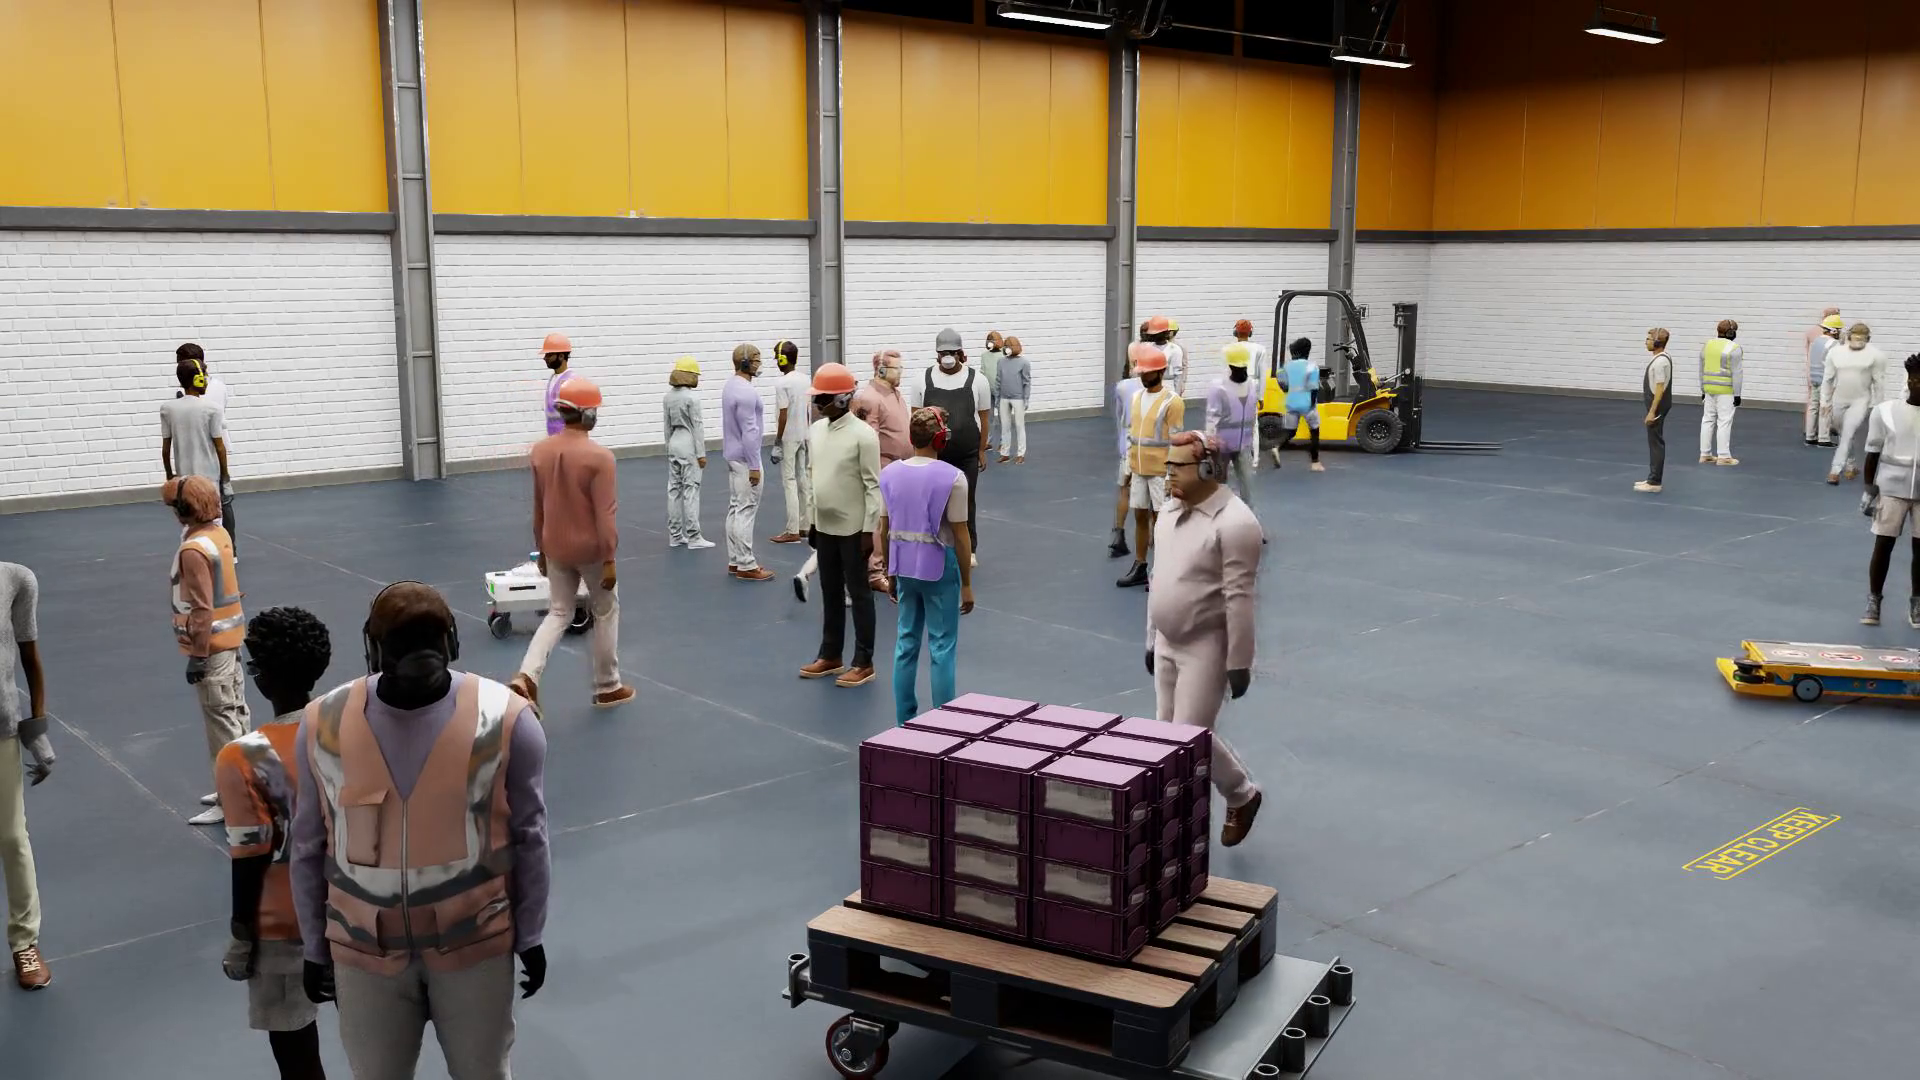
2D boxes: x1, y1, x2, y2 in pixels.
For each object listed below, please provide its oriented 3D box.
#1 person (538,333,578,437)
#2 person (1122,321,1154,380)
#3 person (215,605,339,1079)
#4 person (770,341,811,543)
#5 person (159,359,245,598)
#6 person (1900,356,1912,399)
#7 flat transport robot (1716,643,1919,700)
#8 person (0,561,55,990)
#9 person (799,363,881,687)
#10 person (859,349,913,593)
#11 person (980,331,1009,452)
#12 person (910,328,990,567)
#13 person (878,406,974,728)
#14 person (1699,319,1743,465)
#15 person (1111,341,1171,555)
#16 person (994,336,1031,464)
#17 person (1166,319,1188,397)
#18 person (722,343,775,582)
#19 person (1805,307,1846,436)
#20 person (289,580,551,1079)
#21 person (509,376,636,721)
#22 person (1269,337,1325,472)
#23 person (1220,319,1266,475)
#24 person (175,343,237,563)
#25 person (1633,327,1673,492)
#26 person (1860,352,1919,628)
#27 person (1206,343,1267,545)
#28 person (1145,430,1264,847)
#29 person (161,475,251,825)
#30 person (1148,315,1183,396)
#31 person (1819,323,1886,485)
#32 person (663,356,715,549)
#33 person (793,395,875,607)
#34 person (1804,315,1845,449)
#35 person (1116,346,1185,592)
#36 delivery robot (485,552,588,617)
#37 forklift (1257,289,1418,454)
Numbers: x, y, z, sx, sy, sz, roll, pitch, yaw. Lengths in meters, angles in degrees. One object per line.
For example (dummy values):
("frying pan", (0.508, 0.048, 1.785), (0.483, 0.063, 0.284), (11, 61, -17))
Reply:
("person", (-3.639, -0.912, 15.179), (0.357, 1.936, 0.551), (-7, 12, -35))
("person", (2.434, -1.932, 21.538), (0.620, 1.818, 0.848), (7, 12, 36))
("person", (-1.794, 1.019, 4.577), (0.317, 1.695, 0.540), (5, 11, 26))
("person", (-1.567, -0.898, 15.315), (0.329, 1.865, 0.514), (5, 11, 26))
("person", (-5.786, -0.442, 12.651), (0.519, 1.865, 0.331), (1, 10, 5))
("person", (10.804, -1.441, 18.529), (0.579, 1.861, 0.780), (6, 11, 31))
("flat transport robot", (5.401, 0.798, 10.042), (1.431, 0.197, 0.652), (3, 10, 14))
("person", (-3.514, 0.710, 5.906), (0.508, 1.865, 0.329), (-5, 11, -27))
("person", (-0.738, -0.094, 10.234), (0.392, 1.991, 0.612), (-9, 13, -44))
("person", (-0.571, -0.552, 13.161), (0.409, 1.909, 0.639), (3, 10, 17))
("person", (0.469, -1.995, 22.412), (0.499, 1.633, 0.289), (7, 12, 36))
("person", (-0.086, -0.776, 14.083), (0.682, 2.000, 0.537), (0, 10, 1))
("person", (-0.183, 0.210, 8.876), (0.563, 1.847, 0.390), (6, 12, 33))
("person", (9.655, -1.869, 21.066), (0.429, 1.842, 0.636), (-4, 10, -20))
("person", (1.614, -0.819, 14.818), (0.535, 1.900, 0.978), (4, 10, 22))
("person", (0.661, -1.778, 21.140), (0.507, 1.631, 0.268), (6, 11, 32))
("person", (2.910, -2.185, 23.138), (0.535, 1.767, 0.317), (9, 13, 42))
("person", (-1.744, -0.634, 13.545), (0.357, 1.938, 0.637), (-4, 10, -20))
("person", (12.762, -2.467, 24.456), (0.647, 1.885, 0.654), (-4, 11, -24))
("person", (-1.355, 1.010, 4.199), (0.633, 1.846, 0.429), (-1, 10, -8))
("person", (-2.216, 0.051, 9.466), (0.624, 1.967, 0.851), (5, 11, 26))
("person", (4.107, -1.635, 20.222), (0.715, 1.671, 0.537), (-9, 13, -41))
("person", (3.410, -1.724, 20.097), (0.572, 1.883, 0.358), (-1, 10, -4))
("person", (-6.374, -0.703, 14.047), (0.397, 1.911, 0.587), (1, 10, 8))
("person", (7.777, -1.454, 18.623), (0.343, 1.845, 0.518), (5, 11, 27))
("person", (6.745, -0.350, 11.810), (0.612, 1.962, 0.366), (5, 11, 26))
("person", (2.504, -0.883, 15.269), (0.649, 1.854, 0.997), (-5, 11, -28))
("person", (1.034, 0.460, 7.287), (0.464, 1.888, 0.664), (-5, 11, -27))
("person", (-3.495, 0.506, 7.760), (0.315, 1.636, 0.515), (-2, 10, -12))
("person", (2.401, -1.743, 20.083), (0.543, 1.926, 0.383), (7, 12, 34))
("person", (10.386, -1.590, 19.366), (0.651, 1.875, 1.041), (10, 14, 44))
("person", (-2.467, -0.791, 15.063), (0.483, 1.735, 0.313), (8, 13, 40))
("person", (-0.914, -0.271, 12.347), (0.589, 1.618, 0.558), (-8, 13, -40))
("person", (11.926, -2.179, 22.902), (0.403, 1.831, 0.597), (-1, 10, -8))
("person", (1.501, -0.558, 13.116), (0.359, 1.936, 0.544), (-9, 13, -42))
("delivery robot", (-2.963, 0.328, 11.687), (0.707, 0.478, 0.477), (-4, 10, -20))
("forklift", (5.034, -2.339, 22.783), (2.313, 2.155, 1.214), (3, 10, 16))
